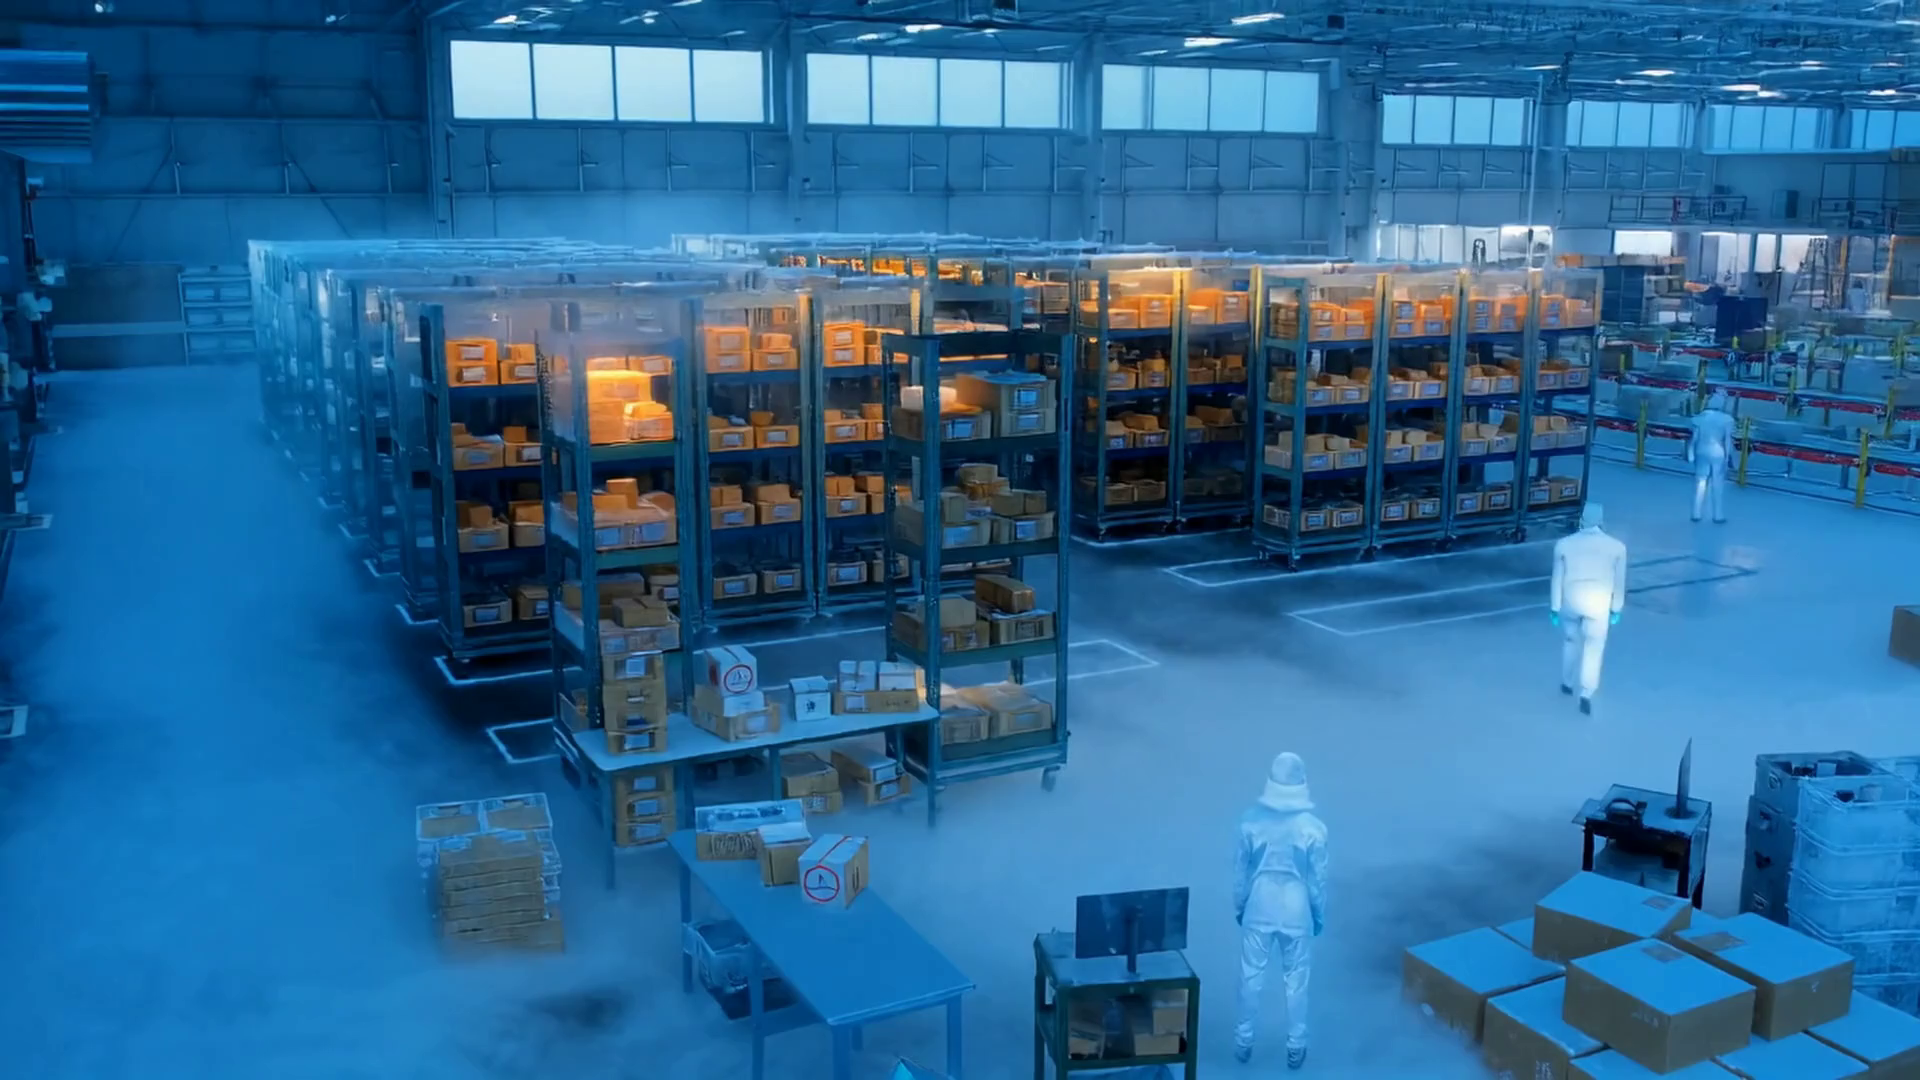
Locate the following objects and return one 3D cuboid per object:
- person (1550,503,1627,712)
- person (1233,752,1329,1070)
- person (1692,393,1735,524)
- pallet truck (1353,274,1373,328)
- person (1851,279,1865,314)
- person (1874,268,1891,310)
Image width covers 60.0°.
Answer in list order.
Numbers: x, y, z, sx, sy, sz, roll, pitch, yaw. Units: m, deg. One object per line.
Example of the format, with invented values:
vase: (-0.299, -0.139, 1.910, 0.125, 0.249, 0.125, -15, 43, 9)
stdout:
person: (5.705, 0.593, 15.153, 0.639, 1.860, 0.999, 4, 13, 18)
person: (1.719, 1.982, 8.946, 0.485, 1.735, 0.343, 3, 12, 15)
person: (10.525, -1.140, 23.297, 0.563, 1.837, 0.389, 11, 16, 41)
pallet truck: (13.011, -8.050, 55.243, 0.823, 1.965, 1.885, -7, 14, -28)
person: (27.495, -7.059, 50.969, 0.511, 1.853, 0.494, -2, 12, -9)
person: (33.148, -8.904, 59.804, 0.519, 1.757, 0.339, 7, 14, 29)
